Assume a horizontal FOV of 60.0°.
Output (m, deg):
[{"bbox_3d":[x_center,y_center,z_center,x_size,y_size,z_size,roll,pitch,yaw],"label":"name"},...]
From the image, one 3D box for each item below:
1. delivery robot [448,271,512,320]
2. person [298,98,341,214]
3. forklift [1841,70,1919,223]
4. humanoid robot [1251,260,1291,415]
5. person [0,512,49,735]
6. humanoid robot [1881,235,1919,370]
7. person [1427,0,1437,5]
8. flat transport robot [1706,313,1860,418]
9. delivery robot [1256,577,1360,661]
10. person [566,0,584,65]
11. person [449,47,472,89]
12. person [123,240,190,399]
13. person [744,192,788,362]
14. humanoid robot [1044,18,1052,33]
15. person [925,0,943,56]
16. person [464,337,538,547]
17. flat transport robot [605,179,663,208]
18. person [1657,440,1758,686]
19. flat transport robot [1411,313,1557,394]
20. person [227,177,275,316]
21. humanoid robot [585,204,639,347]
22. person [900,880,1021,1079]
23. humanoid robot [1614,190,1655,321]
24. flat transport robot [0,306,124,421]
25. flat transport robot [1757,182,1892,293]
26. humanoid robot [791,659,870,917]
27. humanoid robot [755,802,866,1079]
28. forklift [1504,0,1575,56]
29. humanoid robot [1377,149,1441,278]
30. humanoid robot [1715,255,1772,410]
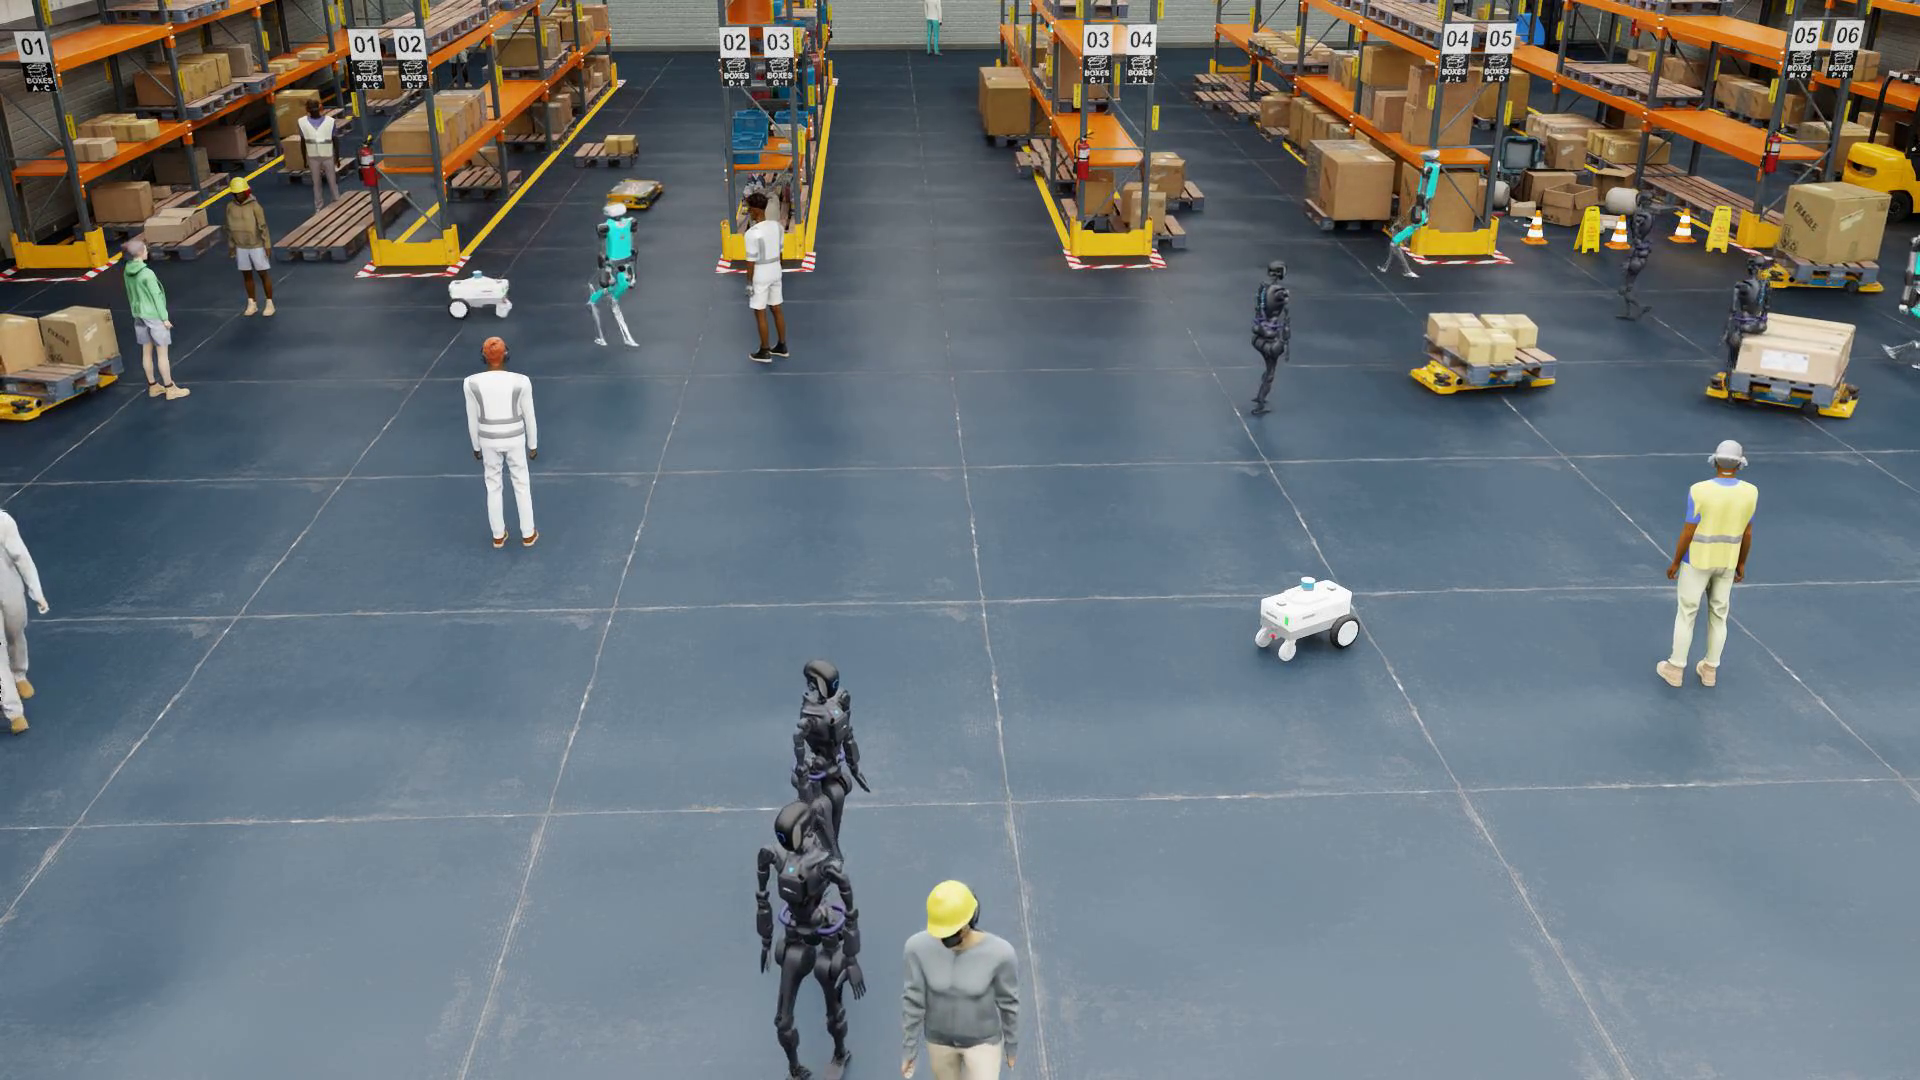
[{"bbox_3d":[-6.118,-3.107,21.119,0.808,0.607,0.499,-2,24,-4],"label":"delivery robot"},{"bbox_3d":[-9.948,-5.956,25.917,0.563,1.846,0.391,-6,25,-14],"label":"person"},{"bbox_3d":[15.132,-6.143,25.915,2.313,2.155,1.214,-1,24,-2],"label":"forklift"},{"bbox_3d":[3.288,-2.152,17.580,0.432,1.643,0.598,-12,27,-25],"label":"humanoid robot"},{"bbox_3d":[-6.754,0.400,11.643,0.557,1.846,0.981,-19,30,-36],"label":"person"},{"bbox_3d":[10.922,-2.695,18.716,0.556,1.736,1.033,-9,25,-19],"label":"humanoid robot"},{"bbox_3d":[11.827,-12.970,41.743,0.590,1.789,0.628,-6,25,-12],"label":"person"},{"bbox_3d":[8.965,-1.621,18.114,1.431,0.231,0.659,15,28,30],"label":"flat transport robot"},{"bbox_3d":[2.682,0.579,12.843,0.811,0.614,0.499,-14,28,-29],"label":"delivery robot"},{"bbox_3d":[-9.623,-12.541,40.731,0.761,1.835,0.510,5,24,11],"label":"person"},{"bbox_3d":[-11.368,-11.079,37.608,0.533,1.696,0.318,-1,24,-2],"label":"person"},{"bbox_3d":[-8.766,-2.377,18.002,0.470,1.743,0.347,11,26,23],"label":"person"},{"bbox_3d":[-2.264,-3.040,19.236,0.370,1.955,0.604,16,29,32],"label":"person"},{"bbox_3d":[2.328,-12.976,41.665,0.735,1.673,0.533,5,24,10],"label":"humanoid robot"},{"bbox_3d":[-0.667,-13.288,42.492,0.521,1.766,0.315,19,30,36],"label":"person"},{"bbox_3d":[-3.938,-0.834,14.378,0.565,1.879,0.351,-4,24,-10],"label":"person"},{"bbox_3d":[-5.321,-5.652,27.172,0.659,0.231,1.431,1,24,1],"label":"flat transport robot"},{"bbox_3d":[5.436,0.188,12.056,0.542,1.891,0.383,1,24,2],"label":"person"},{"bbox_3d":[5.876,-1.868,18.671,1.431,0.231,0.659,-5,25,-12],"label":"flat transport robot"},{"bbox_3d":[-8.948,-3.710,20.978,0.541,1.756,0.415,2,24,3],"label":"person"},{"bbox_3d":[-4.185,-3.135,19.748,0.850,1.784,0.530,21,32,39],"label":"humanoid robot"},{"bbox_3d":[-0.001,2.288,7.519,0.526,1.744,0.502,6,25,13],"label":"person"},{"bbox_3d":[8.448,-3.533,20.673,0.412,1.639,0.588,14,27,28],"label":"humanoid robot"},{"bbox_3d":[-9.965,-1.633,18.141,0.659,0.231,1.431,6,25,12],"label":"flat transport robot"},{"bbox_3d":[11.607,-3.546,22.440,1.431,0.231,0.659,4,24,9],"label":"flat transport robot"},{"bbox_3d":[-0.766,1.413,9.570,0.360,1.650,0.587,12,27,26],"label":"humanoid robot"},{"bbox_3d":[-0.738,2.029,8.192,0.610,1.644,0.550,11,26,23],"label":"humanoid robot"},{"bbox_3d":[14.700,-13.805,42.301,1.873,2.768,1.129,-1,24,-2],"label":"forklift"},{"bbox_3d":[6.048,-4.414,22.687,0.834,1.857,0.549,13,27,27],"label":"humanoid robot"},{"bbox_3d":[8.382,-2.196,17.694,0.615,1.634,0.467,-10,26,-21],"label":"humanoid robot"}]
